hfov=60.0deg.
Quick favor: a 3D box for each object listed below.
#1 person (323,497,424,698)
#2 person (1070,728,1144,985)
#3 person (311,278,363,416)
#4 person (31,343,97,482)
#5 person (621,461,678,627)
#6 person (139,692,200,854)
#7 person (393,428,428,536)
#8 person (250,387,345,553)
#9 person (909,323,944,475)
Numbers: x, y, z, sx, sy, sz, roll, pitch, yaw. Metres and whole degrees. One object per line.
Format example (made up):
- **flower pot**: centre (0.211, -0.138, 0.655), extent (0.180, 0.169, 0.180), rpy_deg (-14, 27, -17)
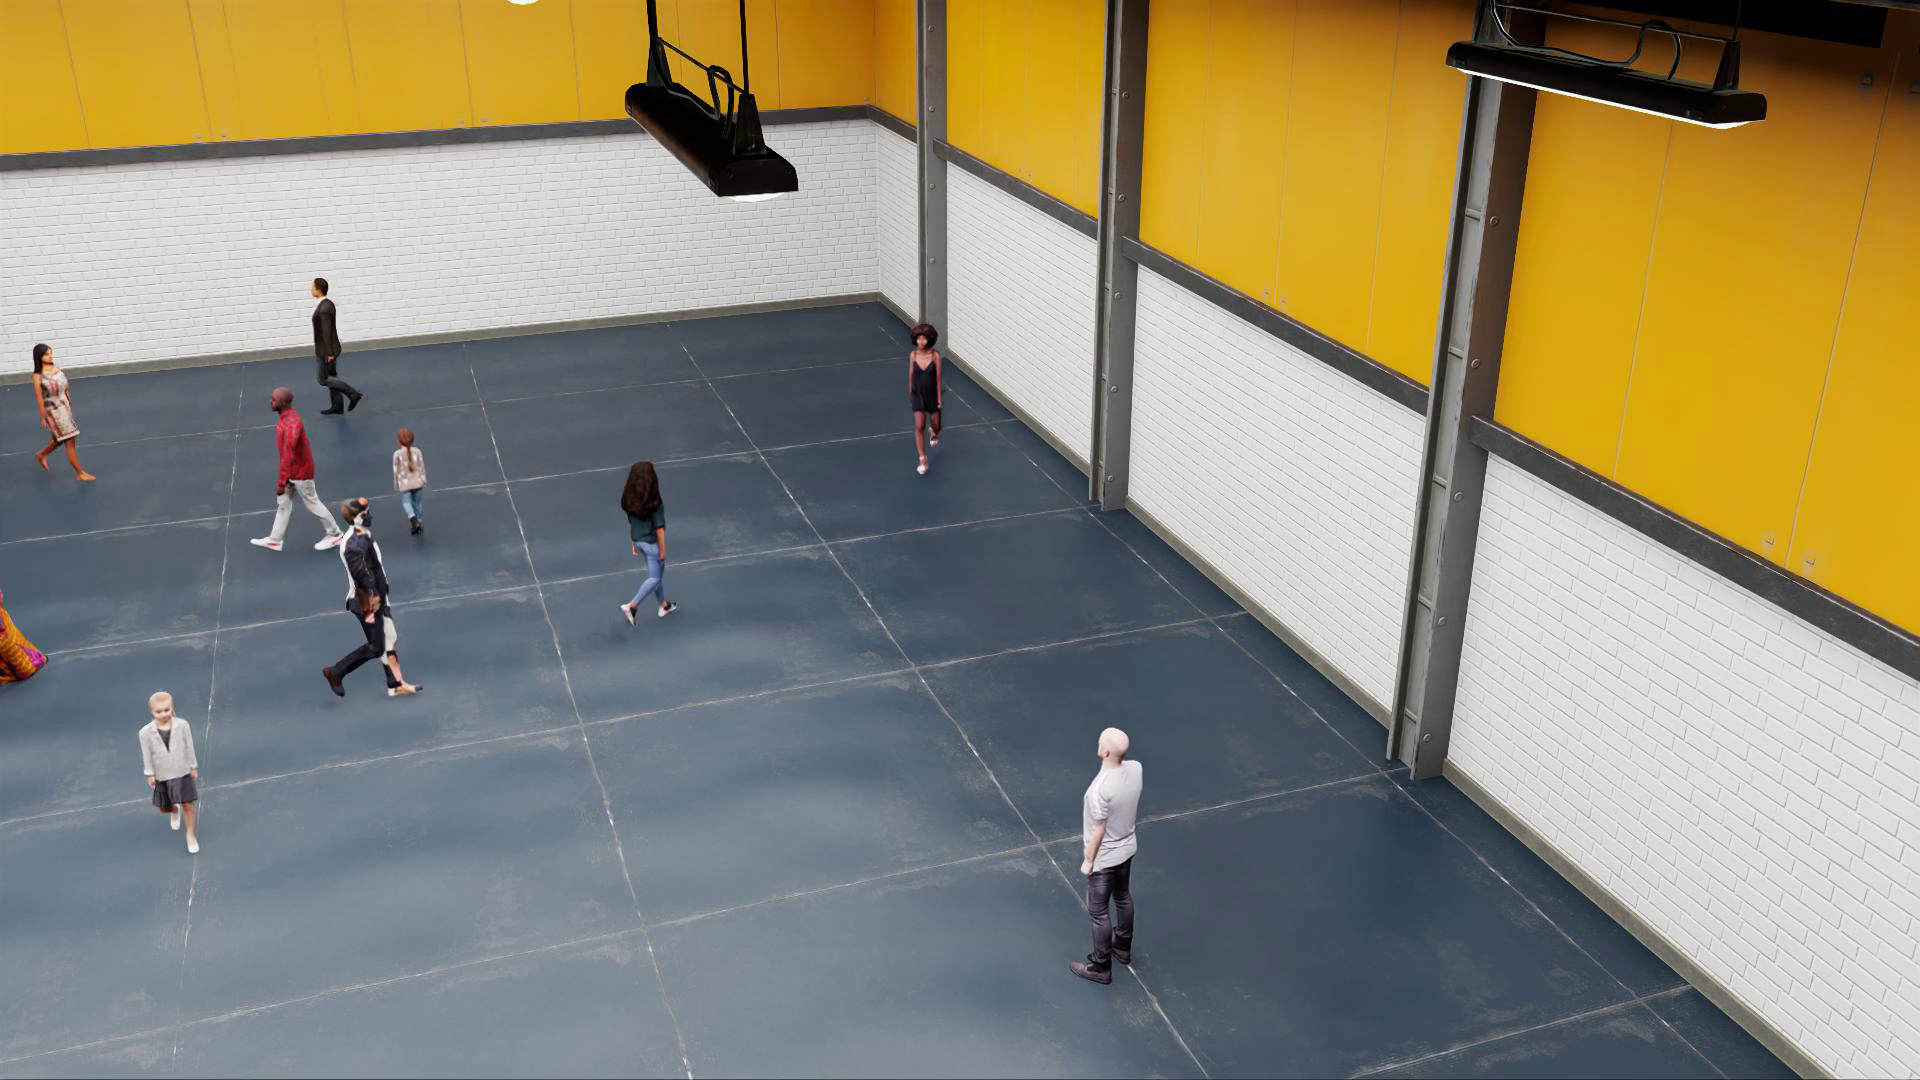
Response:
- **person**: centre (-5.132, 0.537, 14.227), extent (0.911, 1.877, 1.037), rpy_deg (-3, 24, -6)
- **person**: centre (0.977, 2.037, 10.852), extent (0.762, 1.832, 0.756), rpy_deg (18, 29, 35)
- **person**: centre (-7.963, -2.451, 21.167), extent (0.811, 1.792, 0.776), rpy_deg (-5, 24, -10)
- **person**: centre (-10.444, -1.461, 19.112), extent (1.019, 1.623, 1.067), rpy_deg (5, 24, 11)
- **person**: centre (-2.984, 0.061, 15.665), extent (0.994, 1.595, 1.004), rpy_deg (14, 27, 29)
- **person**: centre (-5.855, 1.691, 12.347), extent (0.538, 1.266, 0.713), rpy_deg (-10, 26, -23)
- **person**: centre (-5.841, -0.601, 17.688), extent (0.551, 1.189, 0.664), rpy_deg (-13, 27, -28)
- **person**: centre (-6.752, -0.715, 17.206), extent (0.827, 1.784, 1.110), rpy_deg (-12, 26, -25)
- **person**: centre (-0.381, -1.676, 19.417), extent (0.768, 1.774, 0.965), rpy_deg (2, 24, 5)
